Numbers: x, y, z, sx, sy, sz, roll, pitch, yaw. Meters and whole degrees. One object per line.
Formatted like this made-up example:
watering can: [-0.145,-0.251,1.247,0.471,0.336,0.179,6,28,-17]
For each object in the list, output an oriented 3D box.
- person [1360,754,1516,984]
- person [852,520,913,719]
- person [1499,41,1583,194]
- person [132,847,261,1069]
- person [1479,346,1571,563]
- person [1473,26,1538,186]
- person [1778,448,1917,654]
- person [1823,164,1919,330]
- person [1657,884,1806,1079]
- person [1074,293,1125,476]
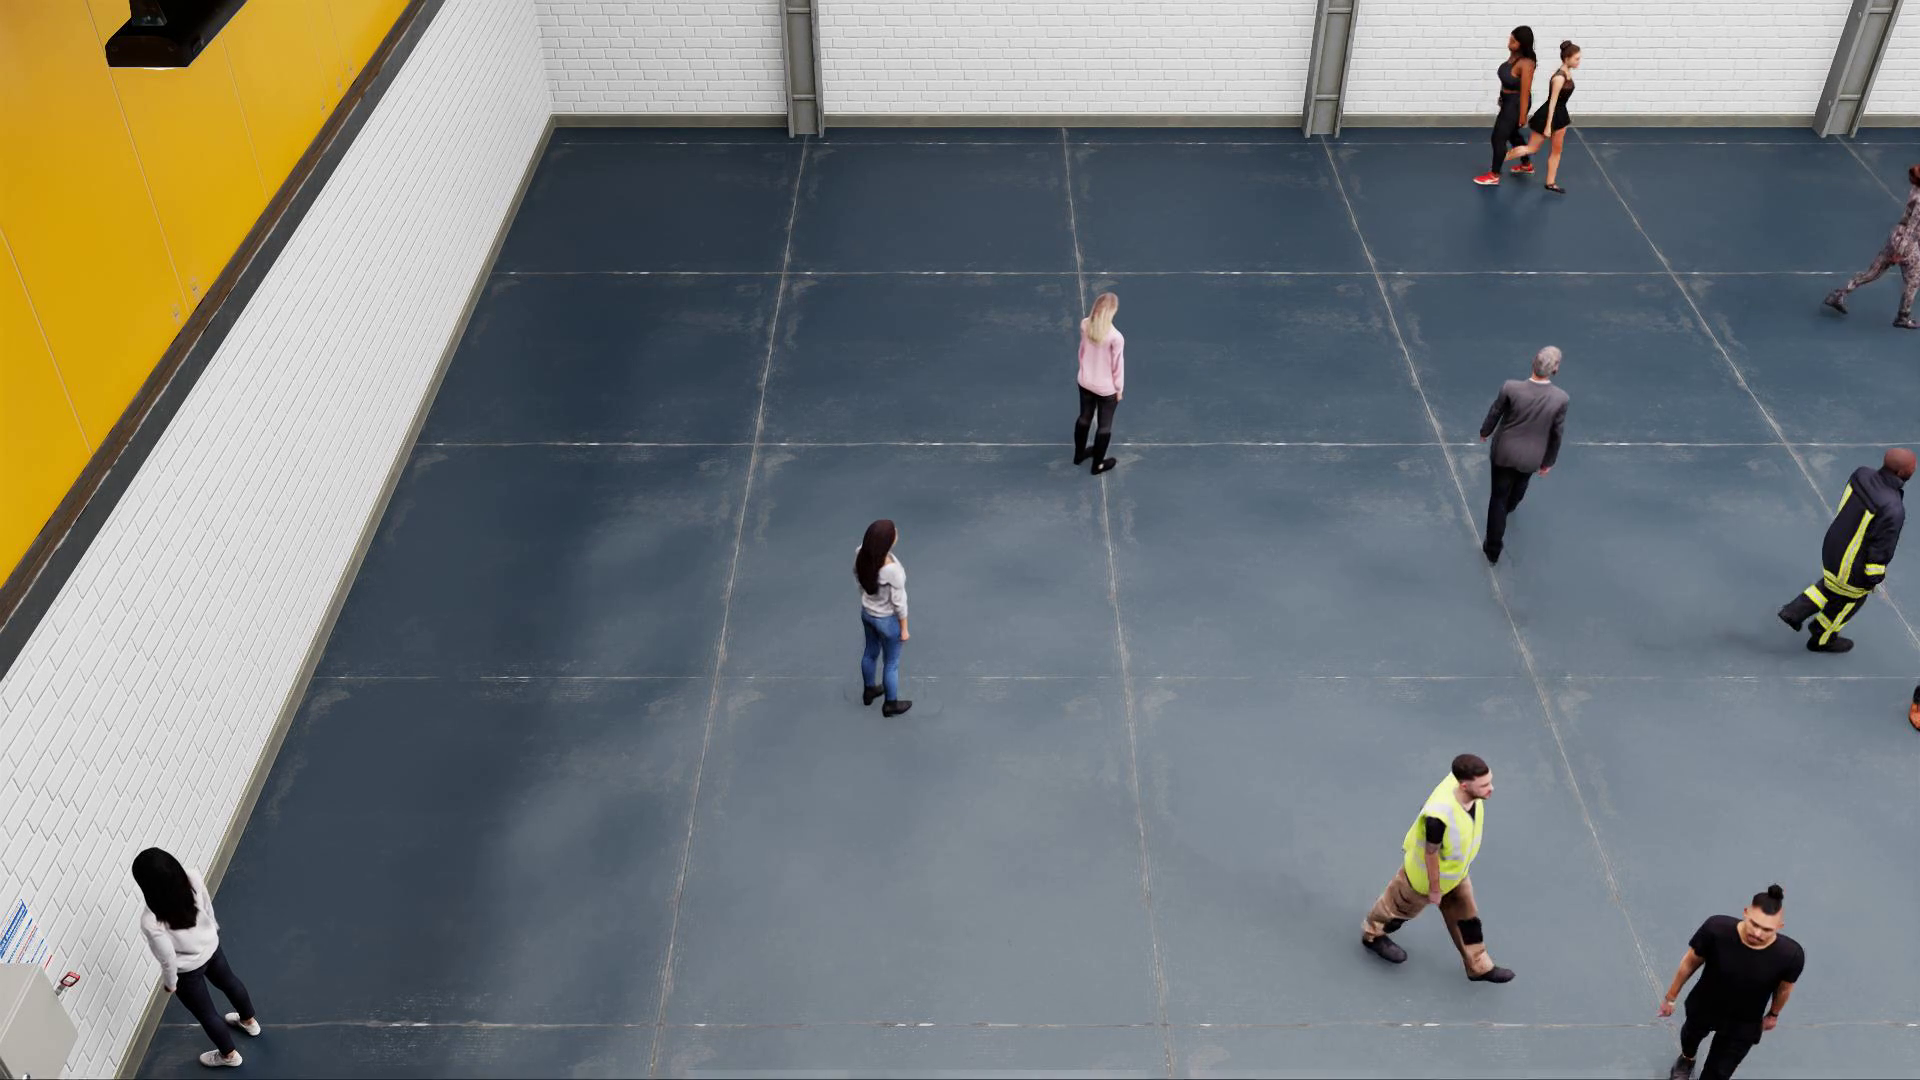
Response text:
person: [2.712,1.873,9.688,1.256,1.787,1.149,27,46,30]
person: [-0.544,0.535,11.490,0.670,1.631,0.731,32,48,33]
person: [6.250,-4.539,17.830,1.120,1.646,0.956,24,44,27]
person: [-4.248,2.302,9.221,0.622,1.701,0.662,7,39,9]
person: [4.301,-0.617,12.798,1.100,1.798,0.914,6,39,7]
person: [6.010,-4.672,17.886,0.919,1.784,0.708,4,39,5]
person: [6.352,0.077,11.920,0.892,1.810,0.752,-2,39,-2]
person: [8.734,-2.773,15.594,1.194,1.677,0.850,13,40,16]
person: [4.134,2.435,8.954,1.165,1.825,1.131,22,43,25]
person: [1.134,-1.294,13.737,0.682,1.684,0.742,32,48,33]
